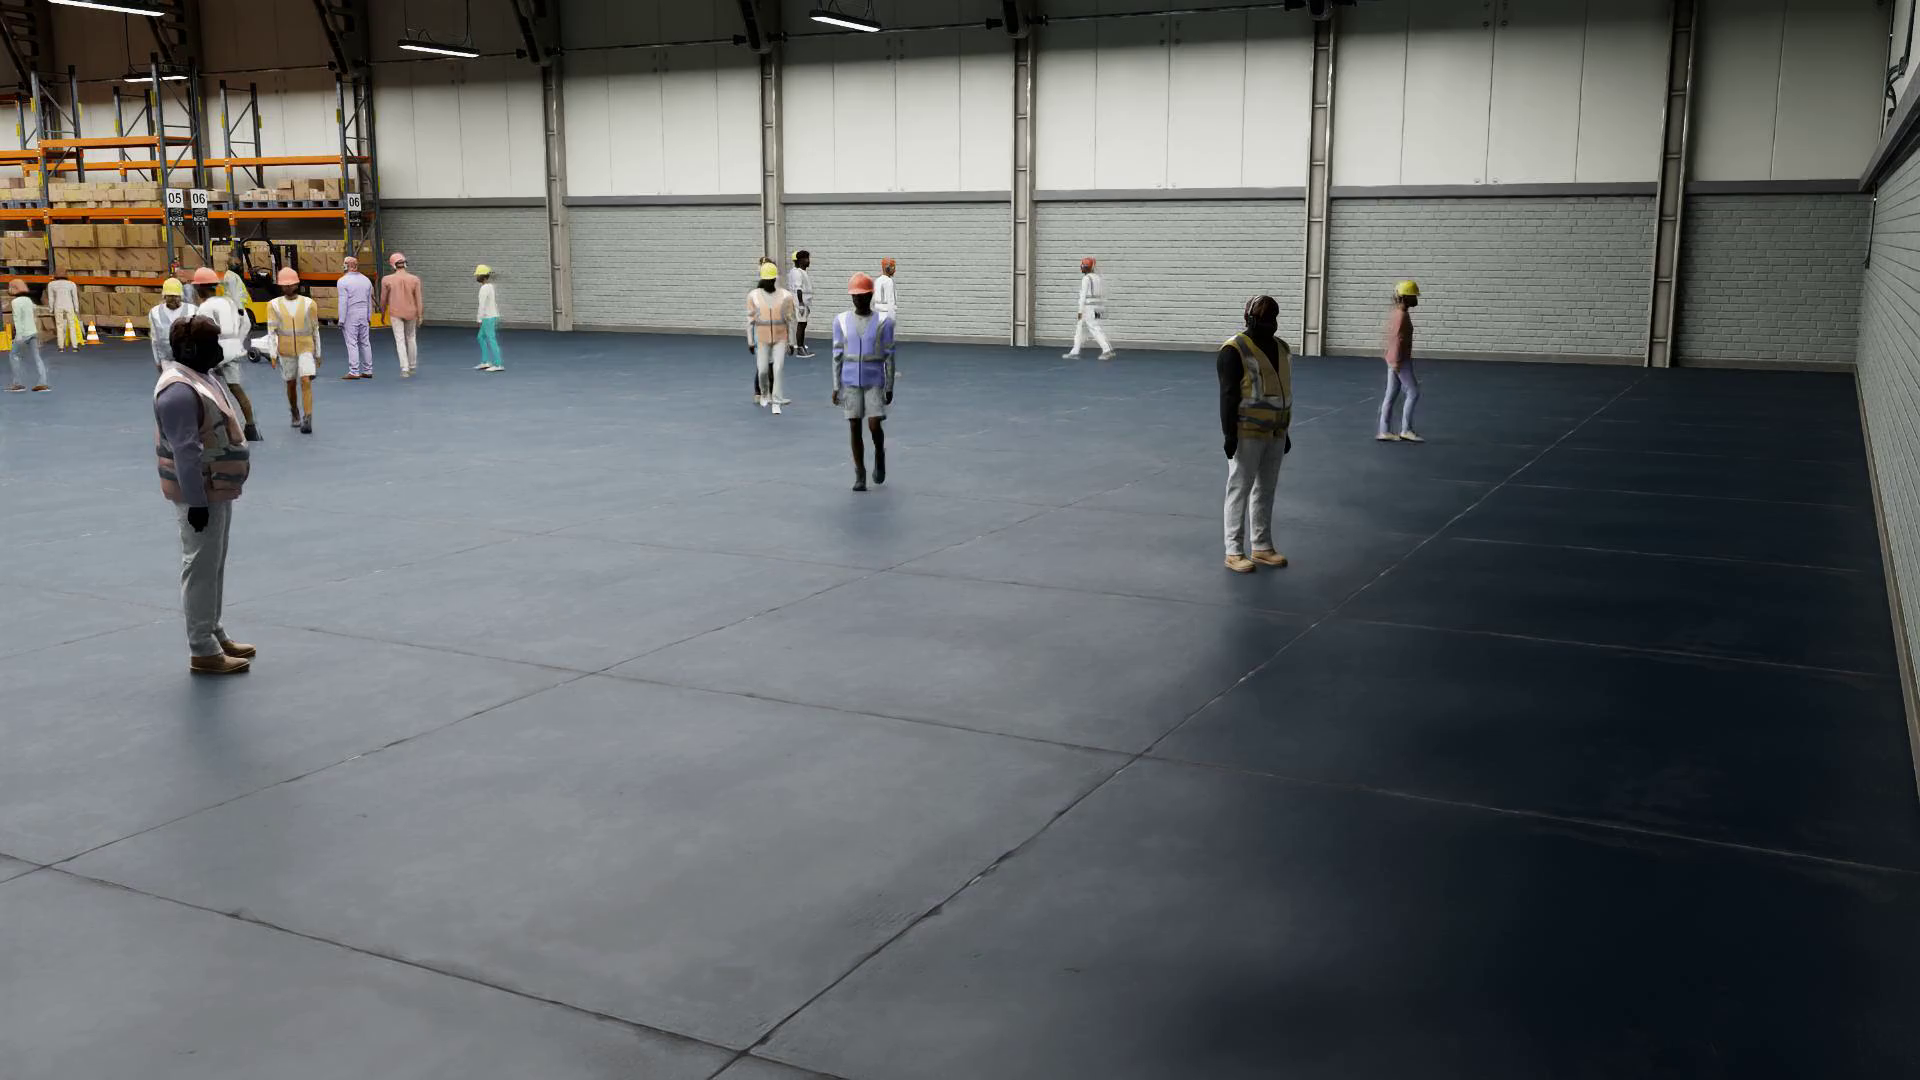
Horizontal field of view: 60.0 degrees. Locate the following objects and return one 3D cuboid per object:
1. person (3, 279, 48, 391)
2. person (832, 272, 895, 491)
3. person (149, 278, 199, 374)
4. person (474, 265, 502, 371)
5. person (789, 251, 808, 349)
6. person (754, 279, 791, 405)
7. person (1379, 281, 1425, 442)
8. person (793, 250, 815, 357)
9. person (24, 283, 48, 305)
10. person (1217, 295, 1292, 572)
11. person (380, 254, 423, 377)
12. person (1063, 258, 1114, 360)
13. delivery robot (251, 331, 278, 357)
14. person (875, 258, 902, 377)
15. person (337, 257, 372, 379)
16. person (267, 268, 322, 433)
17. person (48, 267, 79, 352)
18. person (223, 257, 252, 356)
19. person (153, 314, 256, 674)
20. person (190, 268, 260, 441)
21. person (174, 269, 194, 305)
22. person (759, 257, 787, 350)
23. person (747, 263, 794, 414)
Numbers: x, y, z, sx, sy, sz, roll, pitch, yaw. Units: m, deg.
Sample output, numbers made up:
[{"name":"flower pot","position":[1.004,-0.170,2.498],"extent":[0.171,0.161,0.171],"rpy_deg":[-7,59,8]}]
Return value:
[{"name":"person","position":[-13.499,-2.928,23.885],"extent":[0.678,1.606,0.523],"rpy_deg":[0,10,-1]},{"name":"person","position":[-0.850,-1.387,14.647],"extent":[0.548,1.924,0.441],"rpy_deg":[1,10,6]},{"name":"person","position":[-8.801,-2.072,18.798],"extent":[0.598,1.783,0.951],"rpy_deg":[-4,11,-20]},{"name":"person","position":[-7.886,-3.655,27.450],"extent":[0.621,1.743,0.553],"rpy_deg":[-1,10,-3]},{"name":"person","position":[-3.199,-4.751,32.965],"extent":[0.372,1.925,0.594],"rpy_deg":[-1,10,-7]},{"name":"person","position":[-2.541,-2.628,22.054],"extent":[0.415,1.691,0.564],"rpy_deg":[-4,11,-19]},{"name":"person","position":[4.861,-1.922,17.998],"extent":[0.621,1.742,0.554],"rpy_deg":[2,11,13]},{"name":"person","position":[-2.895,-4.364,30.740],"extent":[0.367,1.966,0.607],"rpy_deg":[1,10,3]},{"name":"person","position":[-22.796,-6.263,40.894],"extent":[1.007,2.000,0.682],"rpy_deg":[5,12,27]},{"name":"person","position":[2.009,-0.716,11.190],"extent":[0.634,1.842,0.429],"rpy_deg":[-8,13,-38]},{"name":"person","position":[-8.943,-3.588,26.589],"extent":[0.606,1.934,0.959],"rpy_deg":[-6,12,-29]},{"name":"person","position":[2.359,-4.176,30.074],"extent":[0.964,1.844,0.589],"rpy_deg":[4,11,19]},{"name":"delivery robot","position":[-12.134,-3.448,29.347],"extent":[0.707,0.478,0.477],"rpy_deg":[4,11,19]},{"name":"person","position":[-1.168,-3.529,26.412],"extent":[0.361,1.886,0.574],"rpy_deg":[-4,11,-23]},{"name":"person","position":[-9.480,-3.462,25.989],"extent":[0.404,1.906,0.652],"rpy_deg":[5,12,25]},{"name":"person","position":[-7.659,-2.189,19.151],"extent":[0.557,1.889,1.000],"rpy_deg":[-4,11,-19]},{"name":"person","position":[-17.277,-4.437,32.060],"extent":[0.539,1.632,0.279],"rpy_deg":[-6,12,-29]},{"name":"person","position":[-13.406,-4.316,30.847],"extent":[0.479,1.830,0.621],"rpy_deg":[-3,11,-16]},{"name":"person","position":[-3.886,-0.238,8.587],"extent":[0.429,1.842,0.637],"rpy_deg":[-3,11,-15]},{"name":"person","position":[-8.157,-2.008,18.116],"extent":[1.000,1.877,0.556],"rpy_deg":[2,11,9]},{"name":"person","position":[-14.223,-4.124,30.378],"extent":[0.516,1.613,0.585],"rpy_deg":[10,14,43]},{"name":"person","position":[-3.342,-4.099,29.623],"extent":[0.529,1.855,0.528],"rpy_deg":[5,11,25]},{"name":"person","position":[-2.387,-2.551,21.032],"extent":[0.580,1.904,0.567],"rpy_deg":[-1,10,-8]}]
